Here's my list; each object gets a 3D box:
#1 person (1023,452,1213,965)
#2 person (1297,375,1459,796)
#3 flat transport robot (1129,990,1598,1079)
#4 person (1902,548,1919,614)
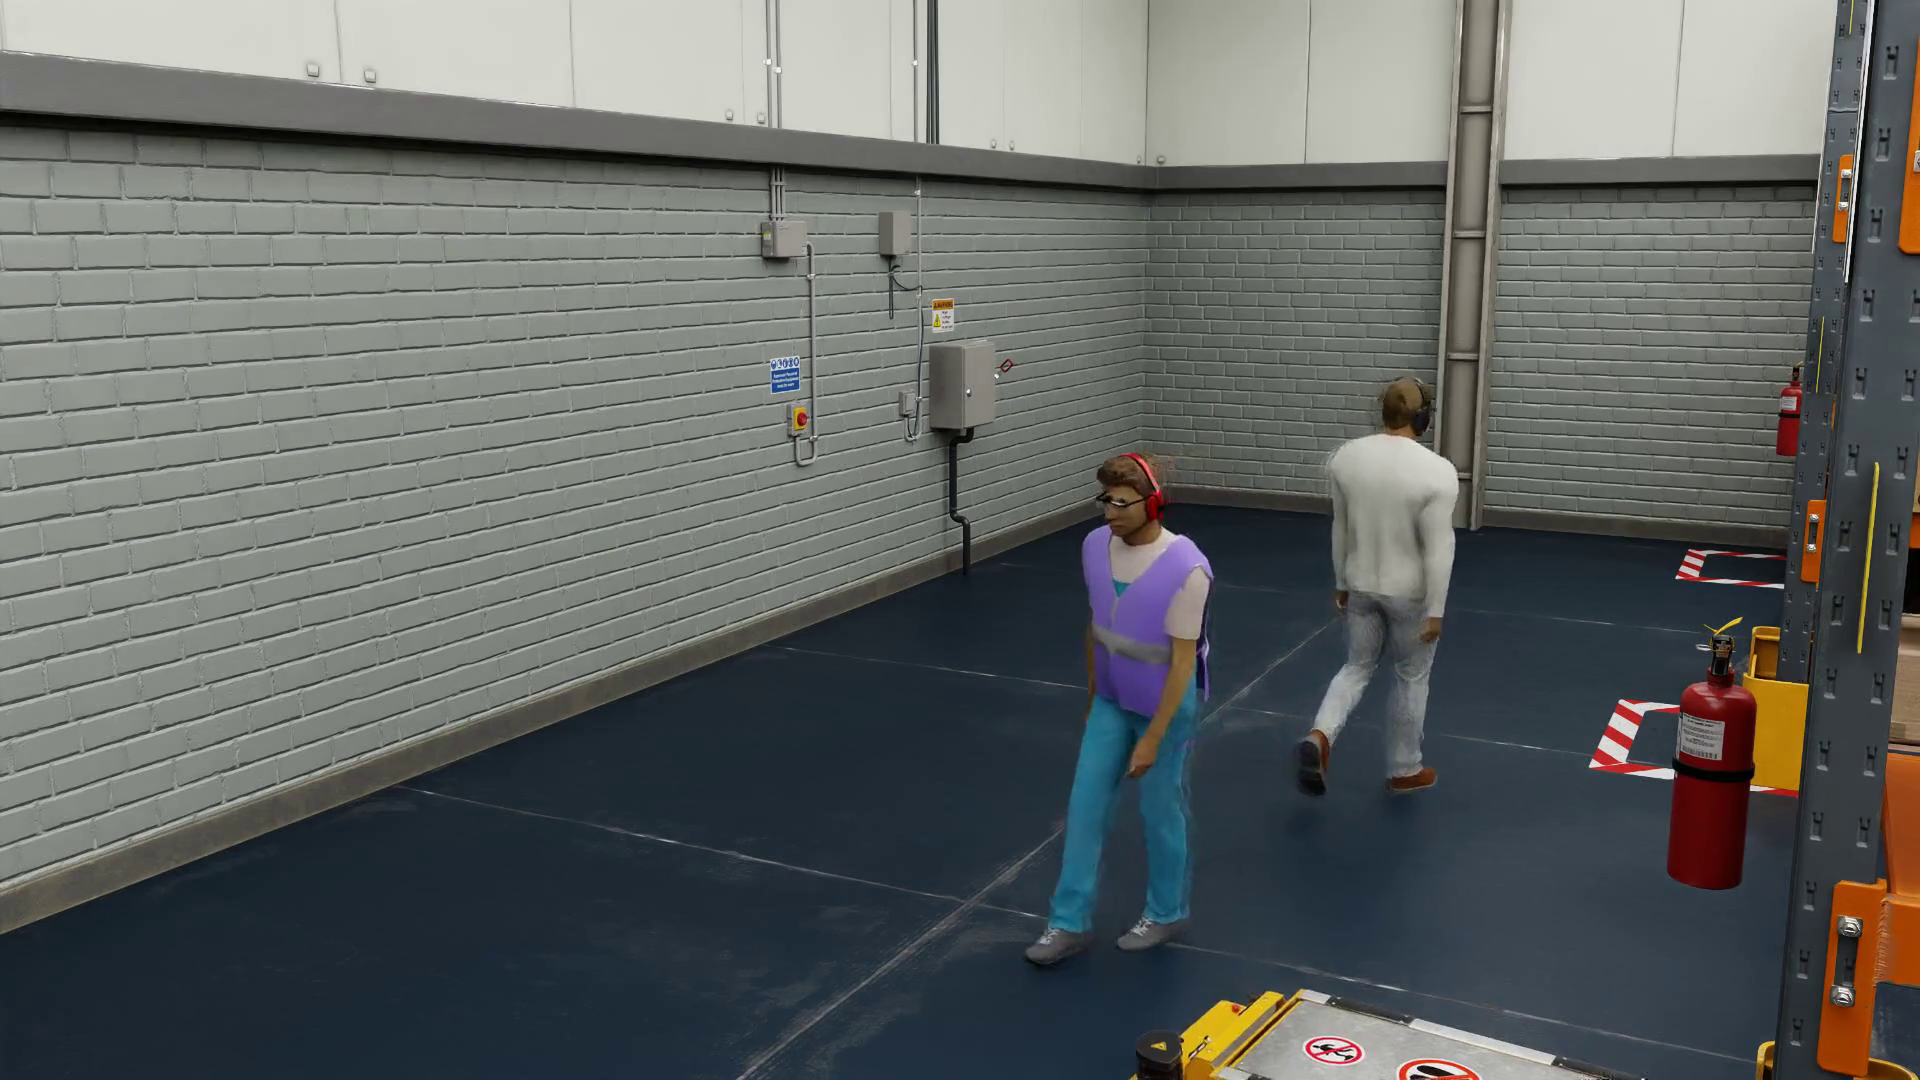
[{"bbox_3d":[0.558,0.598,5.646,0.763,1.803,0.609,-9,14,-41],"label":"person"},{"bbox_3d":[1.855,0.234,7.314,0.758,1.915,0.633,-10,14,-43],"label":"person"},{"bbox_3d":[1.235,1.556,4.590,1.431,0.197,0.652,7,13,34],"label":"flat transport robot"},{"bbox_3d":[5.265,-0.154,9.083,0.585,2.000,0.696,-1,10,-6],"label":"person"}]
